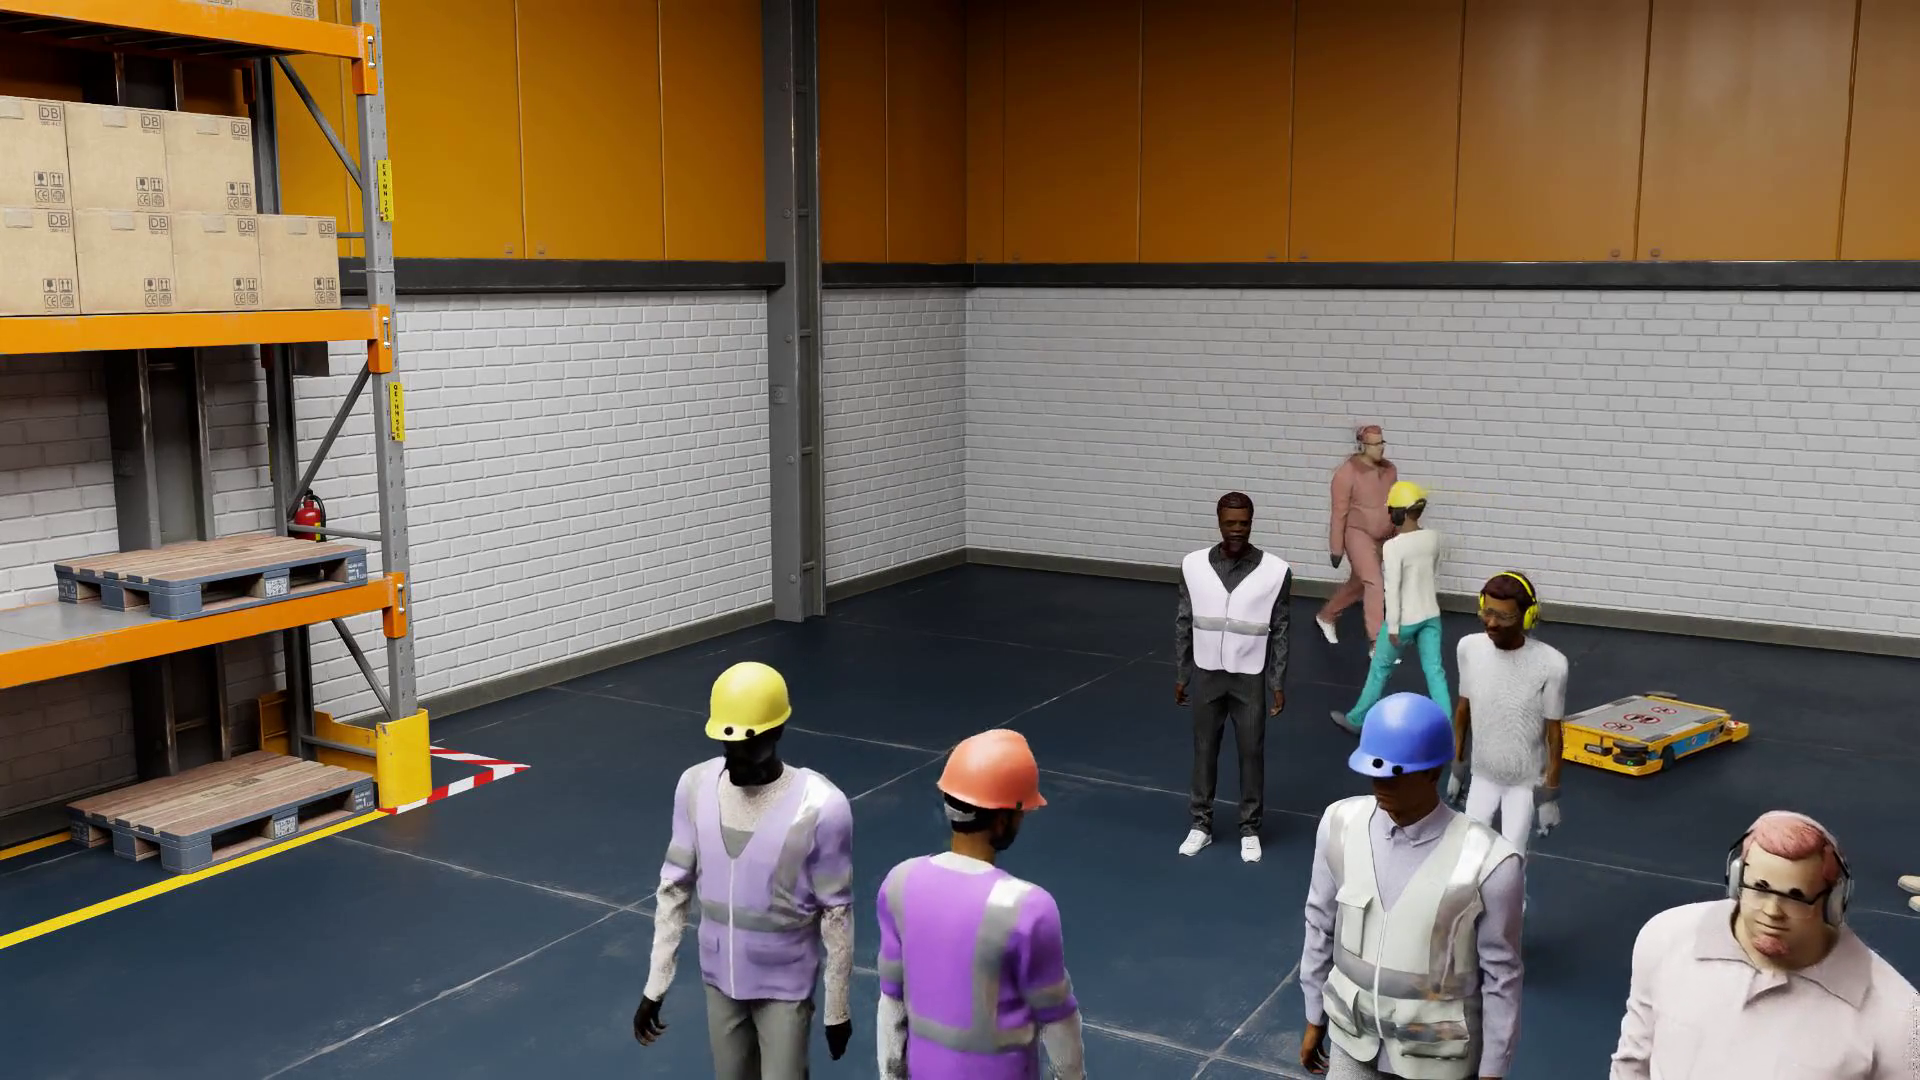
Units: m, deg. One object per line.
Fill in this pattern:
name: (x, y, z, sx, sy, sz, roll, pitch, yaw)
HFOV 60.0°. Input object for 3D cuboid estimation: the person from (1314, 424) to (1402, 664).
person: (3.184, -0.009, 13.250, 0.630, 1.864, 0.967, -7, 12, -38)

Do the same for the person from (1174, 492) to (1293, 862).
person: (1.404, 0.700, 8.635, 0.596, 1.918, 0.386, 3, 10, 18)

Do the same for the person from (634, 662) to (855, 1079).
person: (-0.611, 1.292, 4.929, 0.608, 1.922, 0.413, 5, 10, 28)

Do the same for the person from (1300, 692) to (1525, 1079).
person: (1.190, 1.350, 4.490, 0.615, 1.942, 0.407, 8, 12, 41)

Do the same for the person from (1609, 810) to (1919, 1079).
person: (1.725, 1.510, 3.652, 0.686, 1.897, 0.441, 9, 12, 43)

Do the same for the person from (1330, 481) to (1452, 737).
person: (2.819, 0.485, 10.601, 0.544, 1.722, 0.908, -6, 11, -31)

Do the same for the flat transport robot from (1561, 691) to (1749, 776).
flat transport robot: (4.358, 1.211, 10.566, 1.431, 0.197, 0.652, -8, 12, -39)

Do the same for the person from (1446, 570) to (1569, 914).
person: (2.298, 1.007, 6.979, 0.524, 1.841, 0.557, 8, 12, 42)

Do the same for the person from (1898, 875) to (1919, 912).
person: (4.727, 0.859, 7.869, 0.330, 1.844, 0.520, 4, 10, 22)

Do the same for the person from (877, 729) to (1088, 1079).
person: (0.026, 1.418, 4.287, 0.537, 1.891, 0.970, 9, 13, 44)
